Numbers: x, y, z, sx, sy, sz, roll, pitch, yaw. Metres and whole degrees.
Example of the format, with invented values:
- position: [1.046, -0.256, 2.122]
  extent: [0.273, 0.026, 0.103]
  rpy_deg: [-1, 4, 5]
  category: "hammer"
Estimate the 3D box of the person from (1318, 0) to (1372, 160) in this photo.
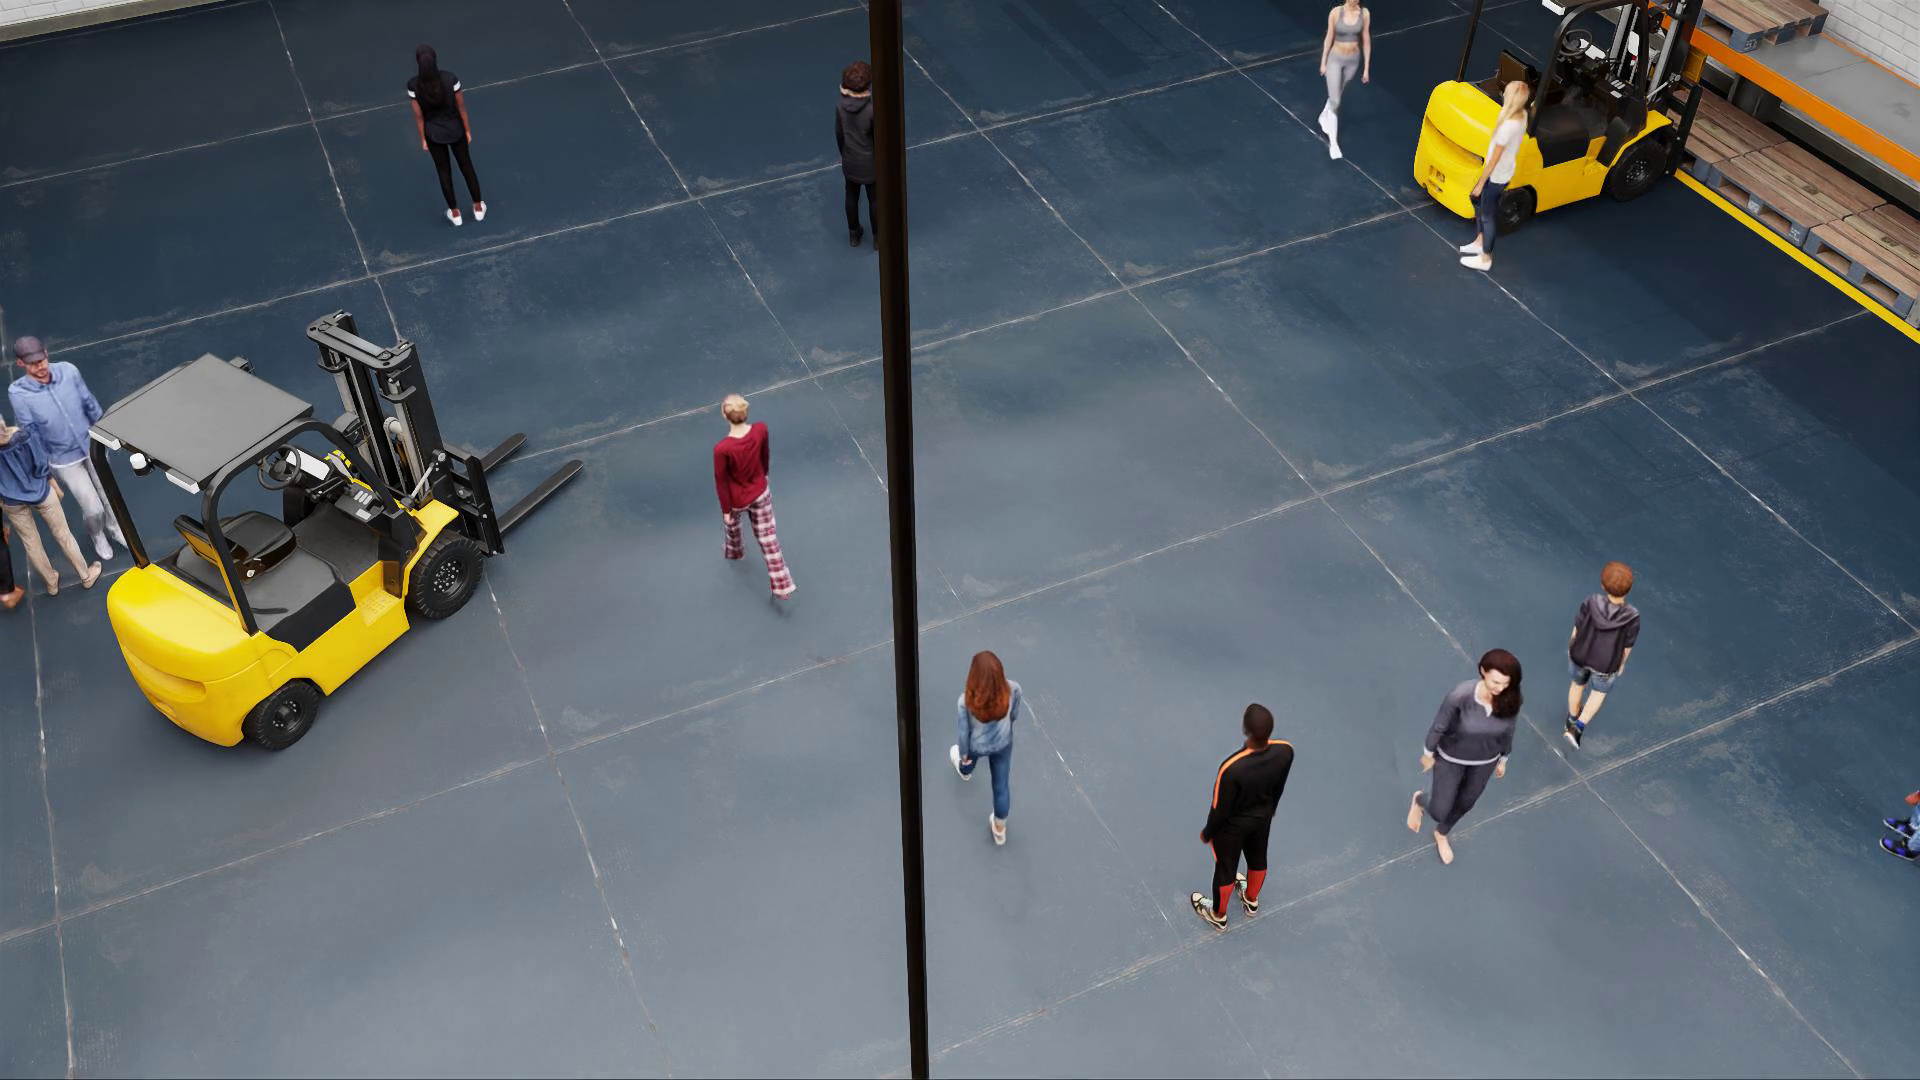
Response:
- position: [3.643, -4.568, 15.898]
  extent: [0.851, 1.655, 1.181]
  rpy_deg: [-3, 44, -3]
  category: "person"

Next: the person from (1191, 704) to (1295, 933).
- position: [1.601, 1.560, 9.355]
  extent: [0.619, 1.809, 0.517]
  rpy_deg: [-17, 46, -17]
  category: "person"

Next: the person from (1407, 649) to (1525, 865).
- position: [2.951, 1.193, 9.777]
  extent: [0.741, 1.757, 0.783]
  rpy_deg: [-3, 44, -4]
  category: "person"

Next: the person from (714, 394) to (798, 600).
- position: [-1.414, -0.281, 11.395]
  extent: [0.762, 1.660, 1.126]
  rpy_deg: [-26, 50, -25]
  category: "person"

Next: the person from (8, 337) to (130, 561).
- position: [-6.238, -0.687, 11.665]
  extent: [0.782, 1.875, 0.766]
  rpy_deg: [31, 52, 28]
  category: "person"

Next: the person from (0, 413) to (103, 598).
- position: [-6.398, -0.299, 11.397]
  extent: [0.644, 1.694, 0.605]
  rpy_deg: [-11, 45, -12]
  category: "person"

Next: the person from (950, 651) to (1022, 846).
- position: [0.197, 1.256, 9.937]
  extent: [0.692, 1.445, 1.014]
  rpy_deg: [-10, 44, -10]
  category: "person"

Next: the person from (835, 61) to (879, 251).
- position: [-0.848, -3.338, 14.516]
  extent: [0.733, 1.781, 0.793]
  rpy_deg: [14, 45, 14]
  category: "person"

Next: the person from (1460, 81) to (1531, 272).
- position: [4.690, -3.084, 14.236]
  extent: [0.755, 1.800, 0.719]
  rpy_deg: [22, 48, 21]
  category: "person"

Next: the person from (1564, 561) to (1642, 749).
- position: [3.979, 0.755, 10.472]
  extent: [0.779, 1.433, 0.796]
  rpy_deg: [26, 49, 25]
  category: "person"

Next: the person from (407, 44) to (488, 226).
- position: [-4.595, -3.623, 14.854]
  extent: [0.619, 1.728, 0.583]
  rpy_deg: [-14, 45, -15]
  category: "person"
